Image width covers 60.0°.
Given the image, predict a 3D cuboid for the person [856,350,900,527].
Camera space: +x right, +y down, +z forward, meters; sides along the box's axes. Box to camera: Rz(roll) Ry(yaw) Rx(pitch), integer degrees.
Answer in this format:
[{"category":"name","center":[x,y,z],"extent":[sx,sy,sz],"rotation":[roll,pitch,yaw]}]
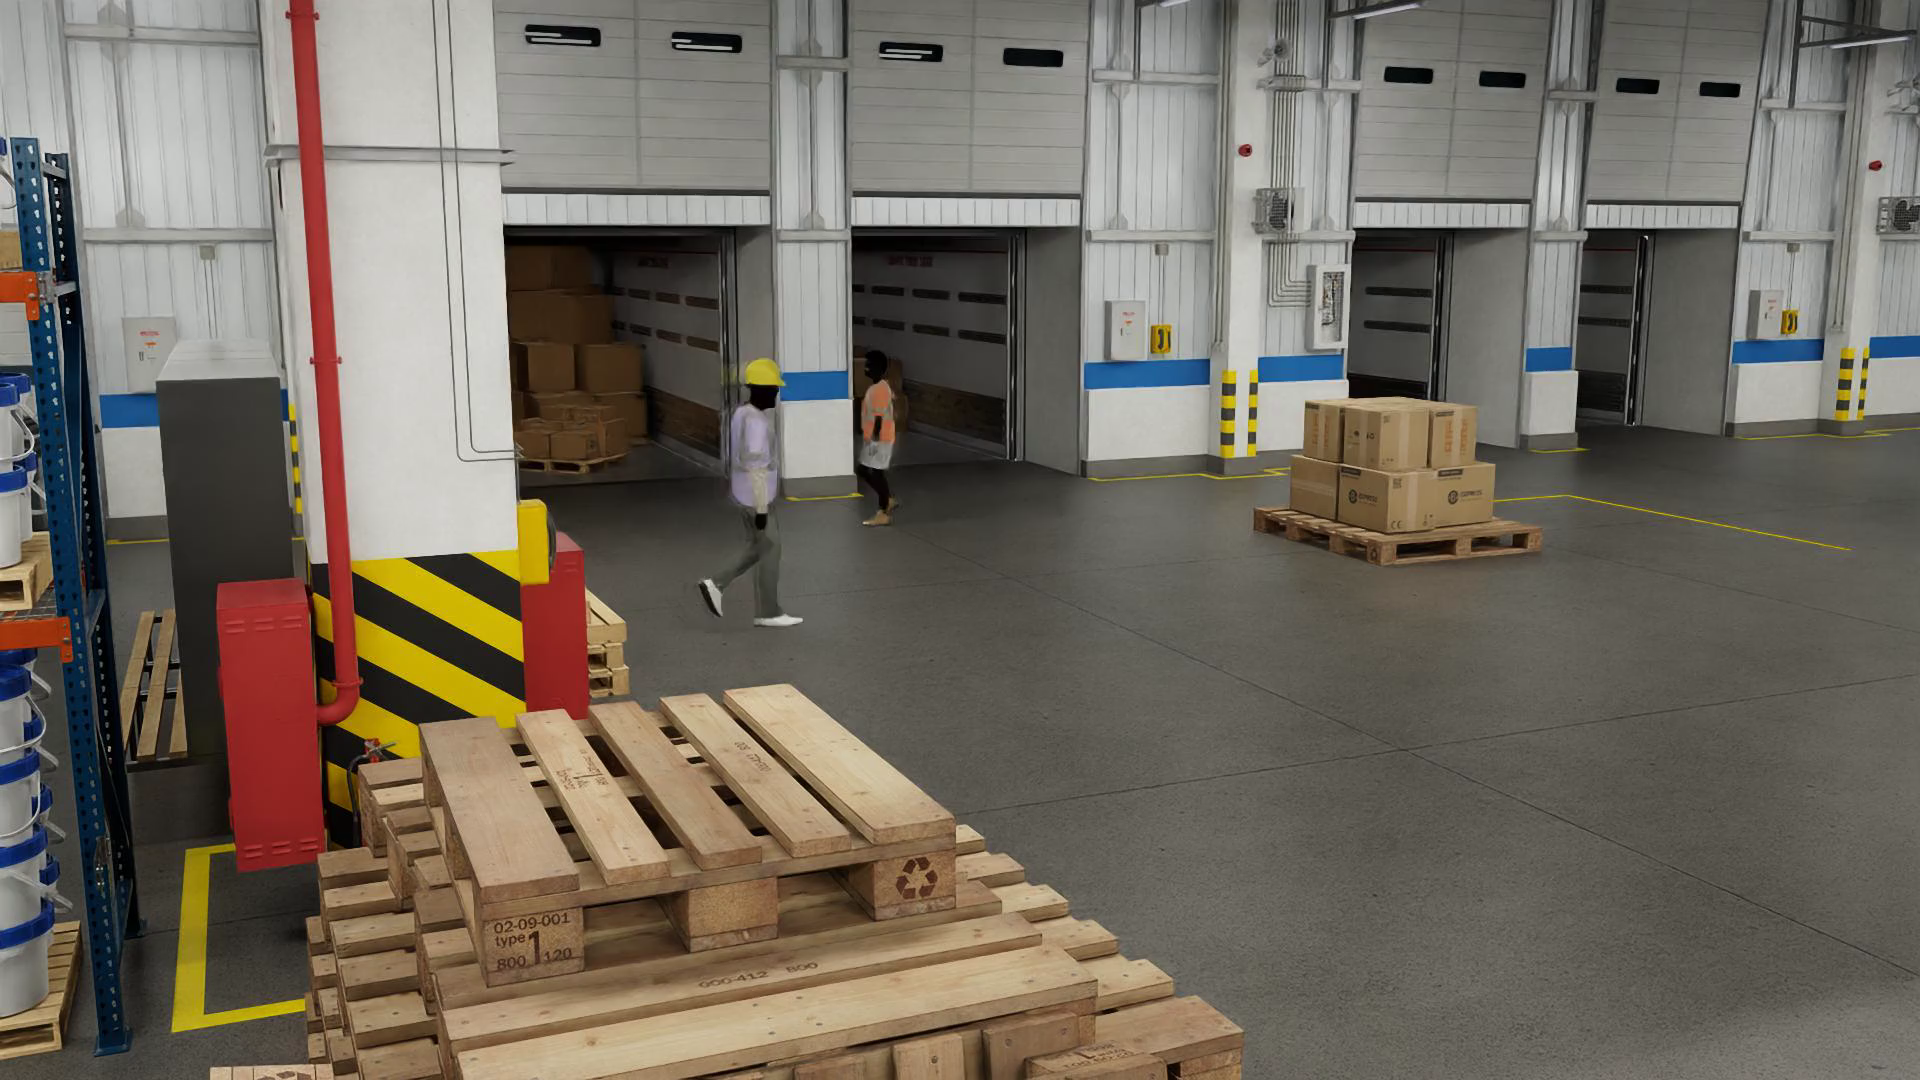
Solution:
[{"category":"person","center":[-0.799,-0.952,15.722],"extent":[0.360,1.685,0.538],"rotation":[-3,11,-16]}]

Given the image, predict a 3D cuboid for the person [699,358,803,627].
[{"category":"person","center":[-1.471,-0.319,11.623],"extent":[0.622,1.907,0.607],"rotation":[-3,11,-18]}]
